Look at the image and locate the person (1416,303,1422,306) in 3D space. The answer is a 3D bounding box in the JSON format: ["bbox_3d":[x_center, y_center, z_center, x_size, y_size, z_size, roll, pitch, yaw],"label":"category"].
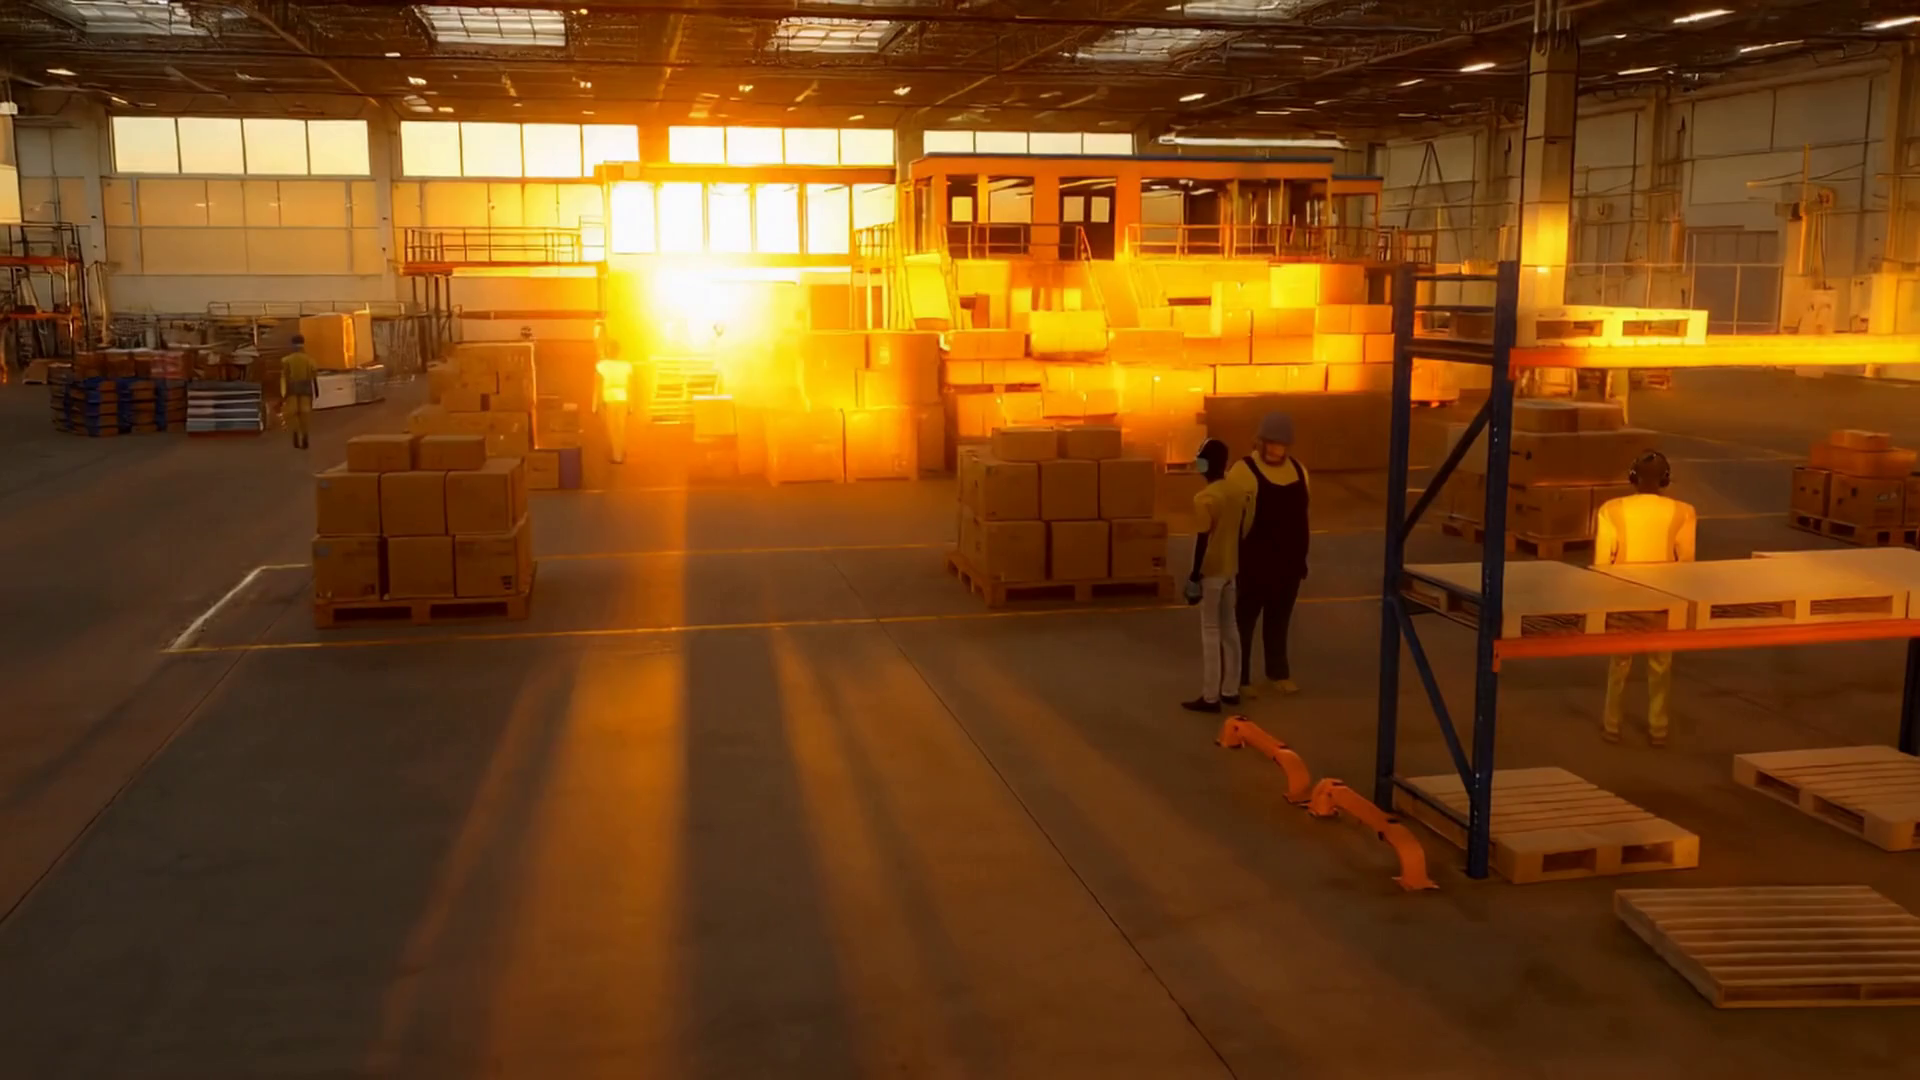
[{"bbox_3d":[13.487,-5.971,48.855,0.614,1.947,0.388,-5,11,-29],"label":"person"}]

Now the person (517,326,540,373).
[{"bbox_3d":[-9.449,-3.788,36.243,0.535,1.724,0.903,1,9,4],"label":"person"}]

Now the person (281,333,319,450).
[{"bbox_3d":[-10.890,-2.449,27.459,0.579,1.920,0.420,-3,10,-16],"label":"person"}]

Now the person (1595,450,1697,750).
[{"bbox_3d":[4.252,0.375,10.366,0.584,1.882,0.346,3,10,17],"label":"person"}]

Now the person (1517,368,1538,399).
[{"bbox_3d":[12.274,-3.738,35.927,0.490,1.727,0.594,5,11,29],"label":"person"}]

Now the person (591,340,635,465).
[{"bbox_3d":[-5.345,-2.117,25.524,0.609,1.887,0.792,-5,11,-30],"label":"person"}]

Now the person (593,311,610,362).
[{"bbox_3d":[-9.638,-5.264,44.961,0.510,1.822,0.678,-9,13,-43],"label":"person"}]

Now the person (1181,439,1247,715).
[{"bbox_3d":[1.708,0.248,11.211,0.519,1.865,0.335,-8,12,-40],"label":"person"}]

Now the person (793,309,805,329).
[{"bbox_3d":[-4.044,-4.875,42.120,0.361,1.965,0.622,-4,10,-20],"label":"person"}]

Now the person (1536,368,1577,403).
[{"bbox_3d":[9.816,-2.380,27.411,0.621,1.818,0.871,4,10,22],"label":"person"}]

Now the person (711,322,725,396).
[{"bbox_3d":[-5.096,-3.701,35.326,0.386,1.856,0.510,0,9,-2],"label":"person"}]

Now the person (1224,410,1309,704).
[{"bbox_3d":[2.170,0.106,11.530,0.673,2.000,0.536,-5,10,-27],"label":"person"}]

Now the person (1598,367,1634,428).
[{"bbox_3d":[10.840,-2.420,27.430,0.660,1.882,0.954,-2,9,-10],"label":"person"}]
